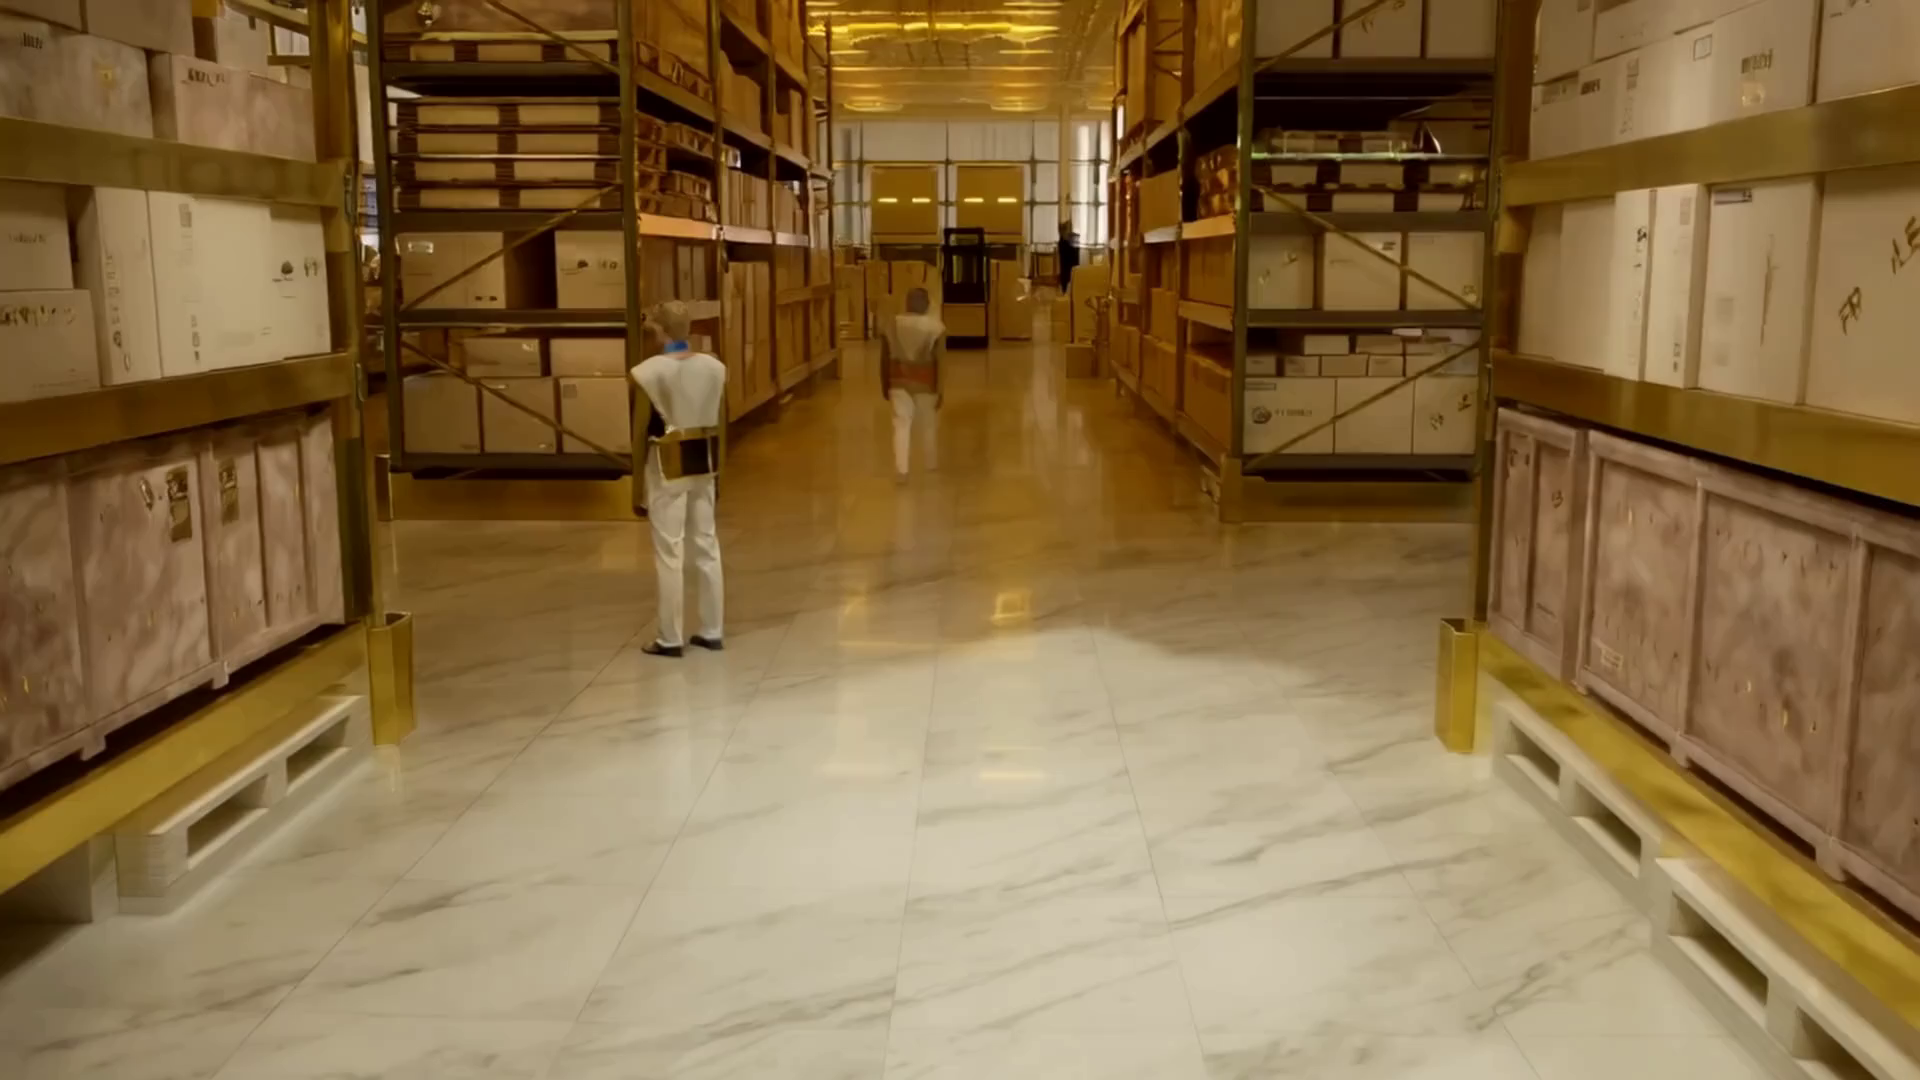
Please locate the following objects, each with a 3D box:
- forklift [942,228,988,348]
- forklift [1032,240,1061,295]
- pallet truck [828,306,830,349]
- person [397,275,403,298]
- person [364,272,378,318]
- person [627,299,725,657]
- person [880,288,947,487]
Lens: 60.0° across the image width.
[{"bbox_3d":[0.103,-5.942,39.153,1.129,2.768,1.873,0,9,1],"label":"forklift"},{"bbox_3d":[3.172,-9.648,61.356,1.129,2.768,1.873,0,9,1],"label":"forklift"},{"bbox_3d":[-3.100,-3.940,29.800,1.885,1.965,0.823,3,10,19],"label":"pallet truck"},{"bbox_3d":[-19.663,-8.554,57.665,0.647,1.911,0.736,1,10,7],"label":"person"},{"bbox_3d":[-21.442,-8.874,60.348,0.739,1.670,0.538,-5,11,-27],"label":"person"},{"bbox_3d":[-1.435,-0.308,8.539,0.563,1.840,0.397,-9,13,-43],"label":"person"},{"bbox_3d":[-0.421,-1.393,15.169,0.634,1.798,0.960,1,10,7],"label":"person"}]
